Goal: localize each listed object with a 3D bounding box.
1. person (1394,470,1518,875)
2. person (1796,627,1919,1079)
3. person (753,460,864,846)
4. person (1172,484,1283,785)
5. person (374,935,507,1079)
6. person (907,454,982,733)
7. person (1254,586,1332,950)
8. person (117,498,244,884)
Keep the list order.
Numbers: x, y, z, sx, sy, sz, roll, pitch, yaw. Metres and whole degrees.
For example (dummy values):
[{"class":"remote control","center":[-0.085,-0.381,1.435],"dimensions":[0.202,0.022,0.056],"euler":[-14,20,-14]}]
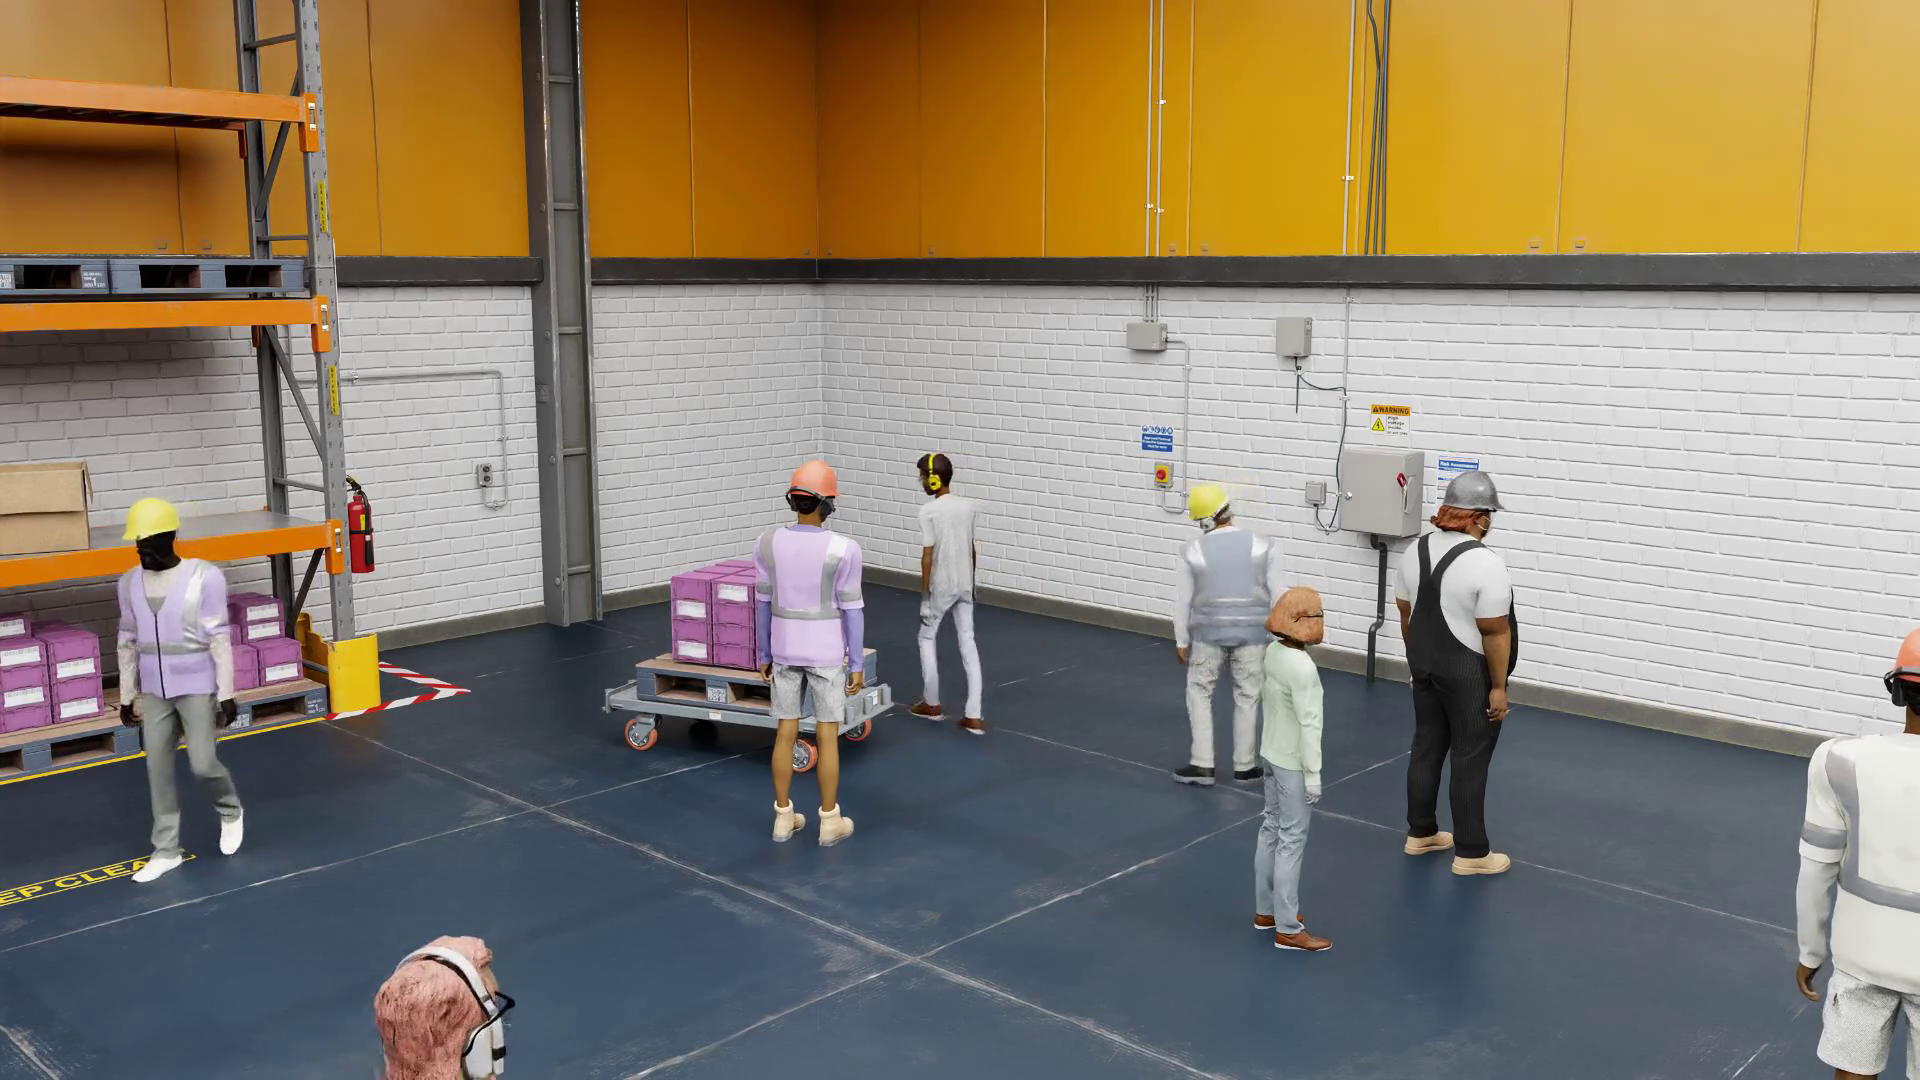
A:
[{"class":"person","center":[2.563,0.651,8.434],"dimensions":[0.538,2.000,0.690],"euler":[-5,10,-26]},{"class":"person","center":[2.782,1.232,4.865],"dimensions":[0.614,2.040,0.390],"euler":[8,12,42]},{"class":"person","center":[-0.783,0.597,8.789],"dimensions":[0.606,2.039,0.400],"euler":[3,10,16]},{"class":"person","center":[1.563,0.570,9.737],"dimensions":[0.655,1.787,0.429],"euler":[1,9,5]},{"class":"person","center":[-0.879,1.634,2.891],"dimensions":[0.657,1.885,0.757],"euler":[3,10,16]},{"class":"person","center":[-0.120,0.333,11.025],"dimensions":[0.607,1.826,0.819],"euler":[-7,11,-35]},{"class":"person","center":[1.498,1.012,7.469],"dimensions":[0.280,1.633,0.500],"euler":[-2,9,-11]},{"class":"person","center":[-3.924,0.730,8.333],"dimensions":[0.633,1.913,0.569],"euler":[2,9,9]}]
